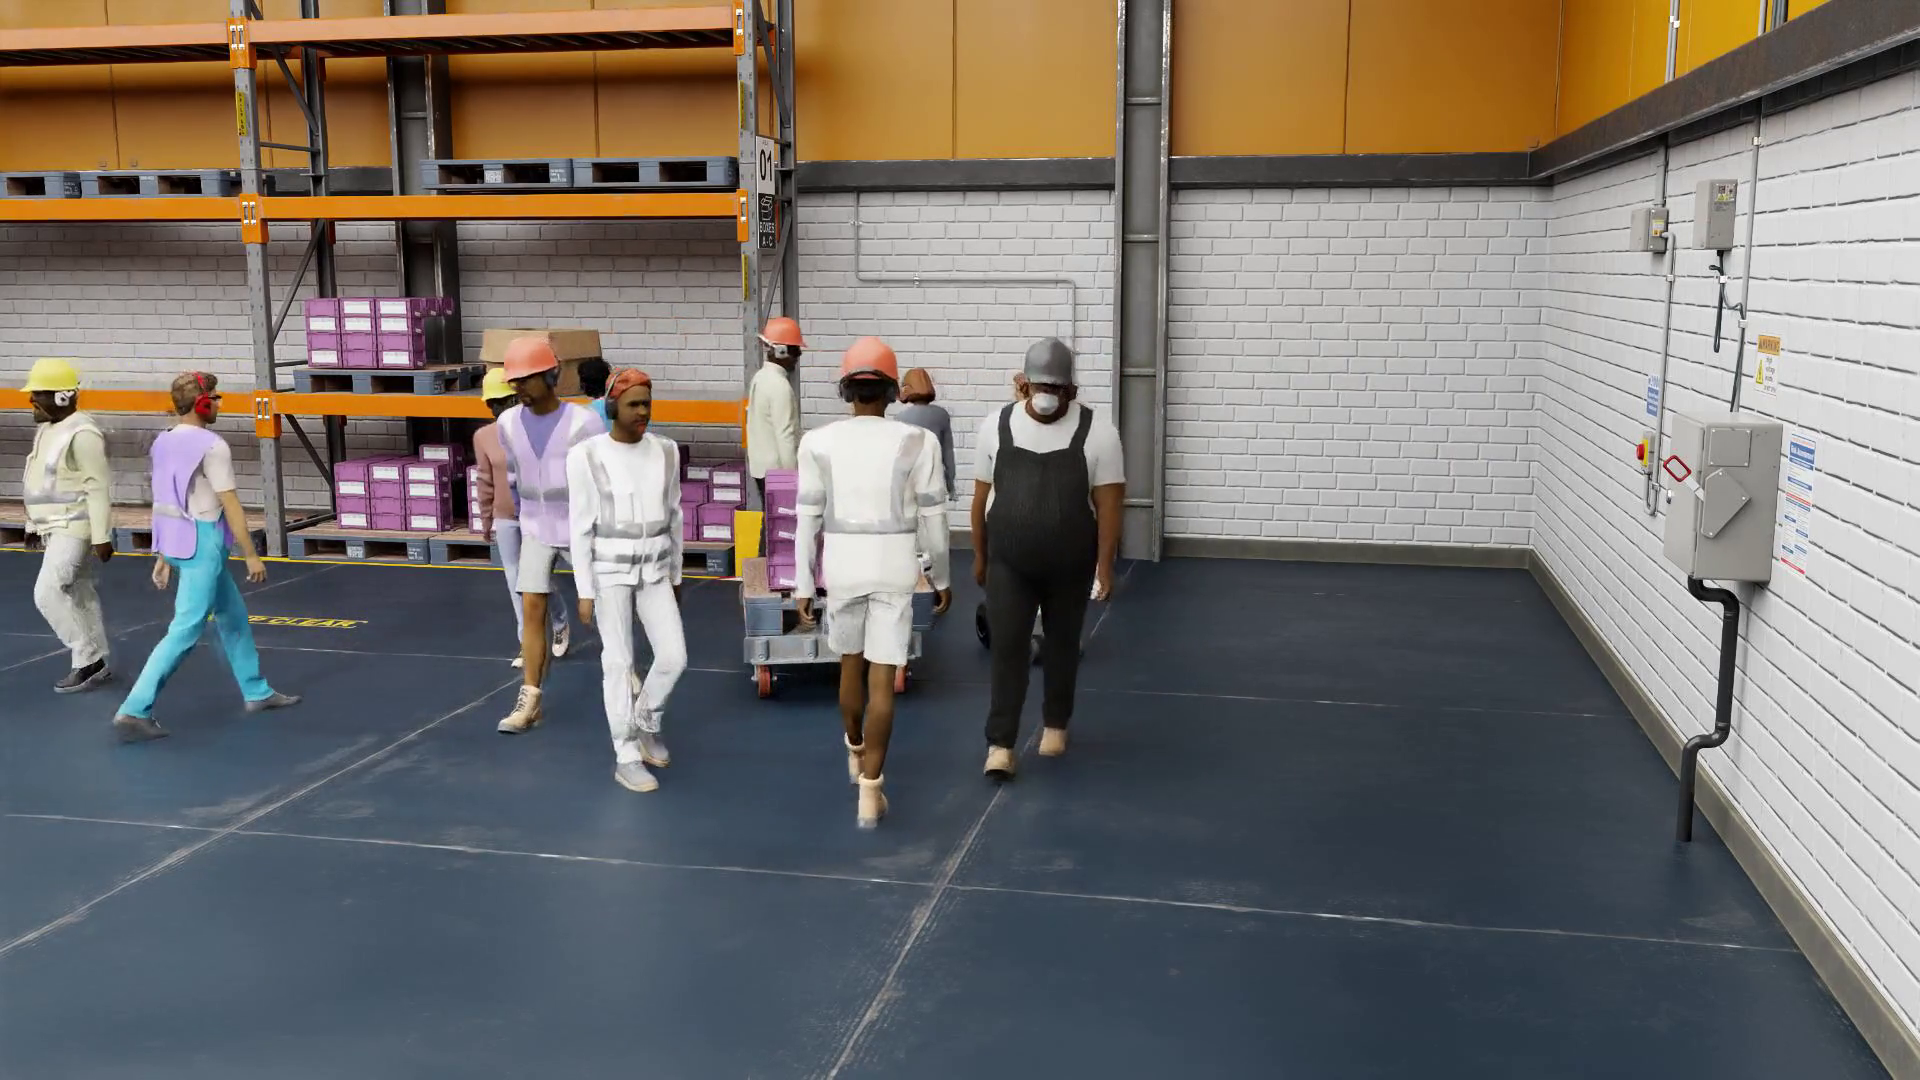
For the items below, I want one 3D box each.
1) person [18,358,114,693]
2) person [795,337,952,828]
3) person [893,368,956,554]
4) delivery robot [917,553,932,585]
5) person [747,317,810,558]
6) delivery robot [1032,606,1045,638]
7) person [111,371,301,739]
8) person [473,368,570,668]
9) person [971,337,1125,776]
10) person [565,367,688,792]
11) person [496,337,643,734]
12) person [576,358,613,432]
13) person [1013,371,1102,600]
[{"bbox_3d":[-4.874,-0.070,9.010,0.478,1.815,0.597,-8,12,-40],"label":"person"},{"bbox_3d":[-0.351,0.145,7.125,0.627,2.000,0.956,2,10,11],"label":"person"},{"bbox_3d":[-0.334,-0.386,11.530,0.786,1.594,0.513,9,13,43],"label":"person"},{"bbox_3d":[-0.519,0.189,10.951,0.707,0.478,0.477,4,10,23],"label":"delivery robot"},{"bbox_3d":[-1.166,-0.451,10.828,0.416,1.985,0.629,-3,10,-20],"label":"person"},{"bbox_3d":[0.438,0.362,9.910,0.477,0.478,0.707,-3,10,-19],"label":"delivery robot"},{"bbox_3d":[-3.829,0.066,8.284,0.555,1.797,0.974,9,13,42],"label":"person"},{"bbox_3d":[-2.506,-0.120,9.517,0.548,1.738,0.466,2,10,12],"label":"person"},{"bbox_3d":[0.375,0.059,7.554,0.709,2.000,0.950,1,10,8],"label":"person"},{"bbox_3d":[-1.454,0.173,7.365,0.591,1.871,0.393,-8,12,-39],"label":"person"},{"bbox_3d":[-2.008,-0.069,8.551,0.658,1.981,1.112,2,10,12],"label":"person"},{"bbox_3d":[-2.471,-0.437,11.642,0.614,1.665,0.550,5,11,28],"label":"person"},{"bbox_3d":[0.611,-0.358,11.356,0.664,1.611,0.529,-3,10,-16],"label":"person"}]
